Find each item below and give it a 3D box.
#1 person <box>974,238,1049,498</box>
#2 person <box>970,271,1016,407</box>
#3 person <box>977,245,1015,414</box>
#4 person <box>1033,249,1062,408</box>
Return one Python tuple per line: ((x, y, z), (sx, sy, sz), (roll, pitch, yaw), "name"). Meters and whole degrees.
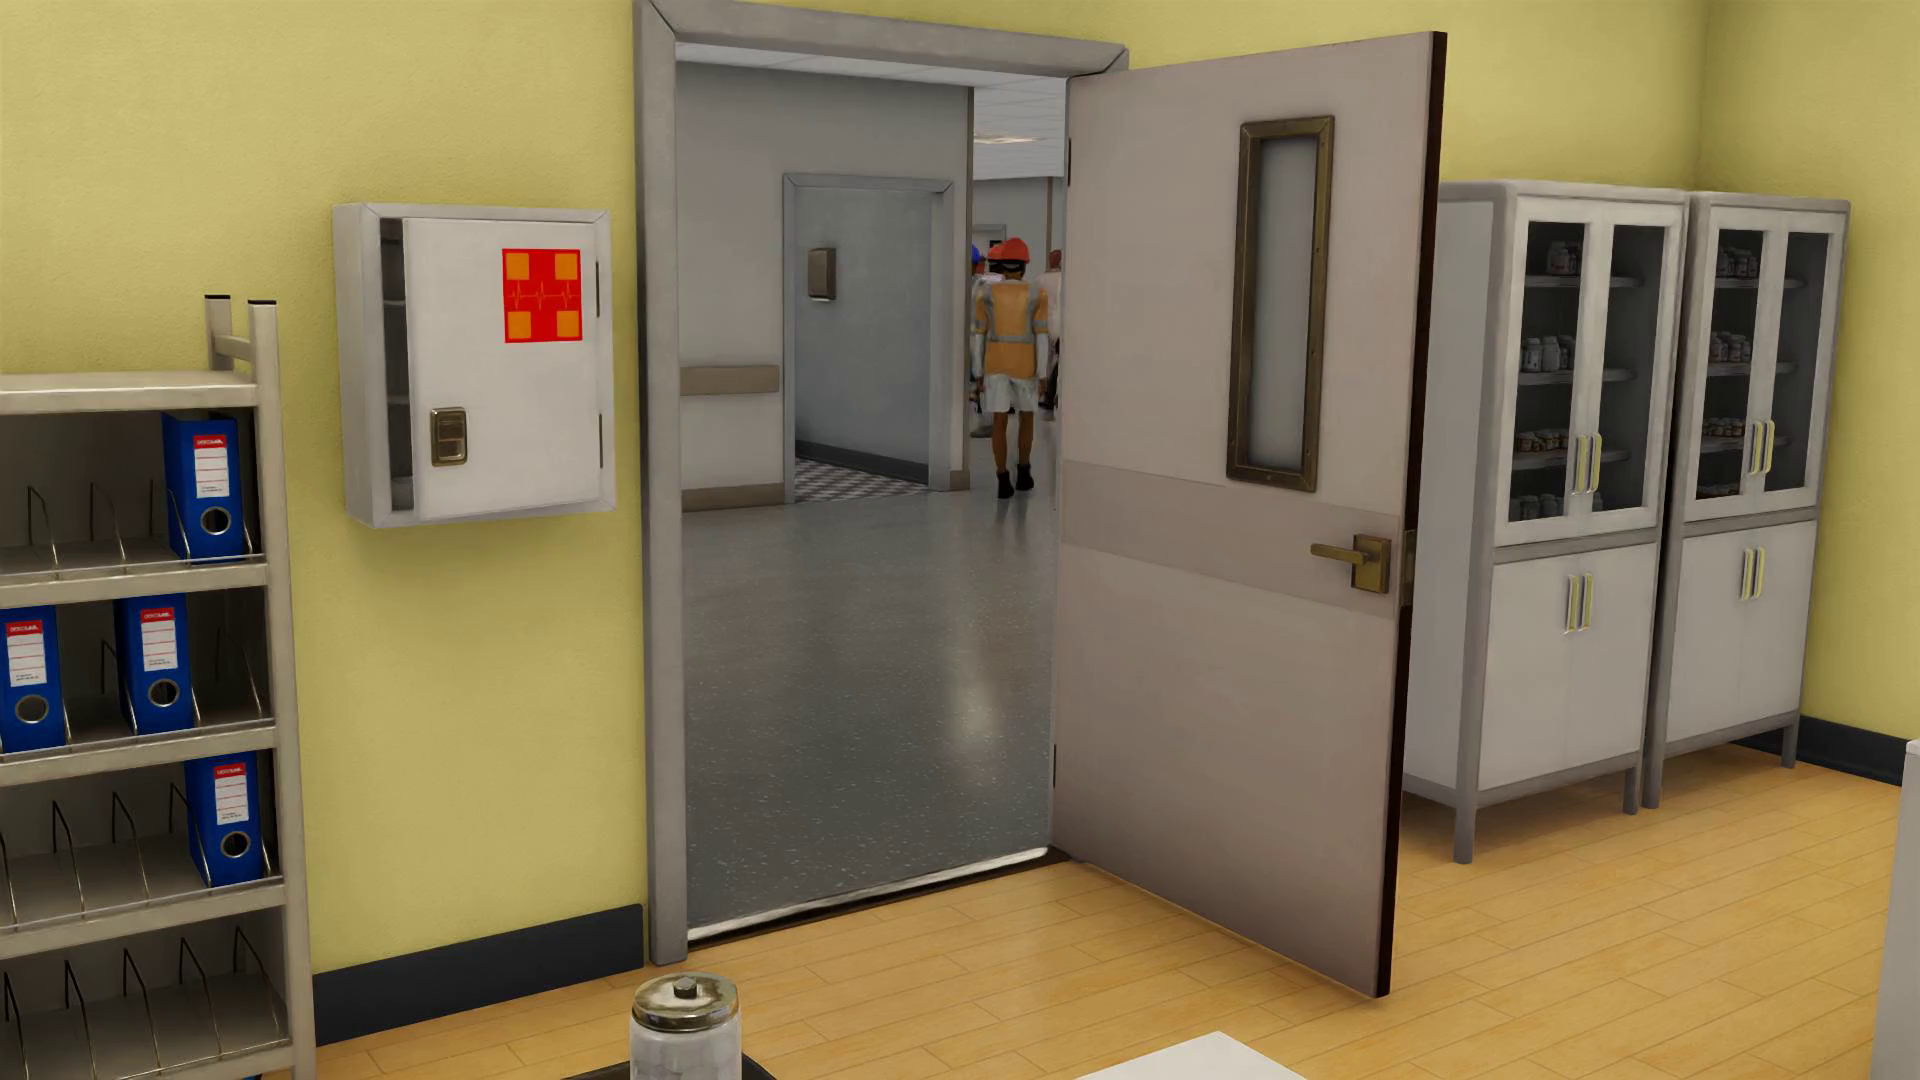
((0.393, -1.292, 12.488), (0.567, 1.911, 0.787), (2, 10, 8), "person")
((0.465, -2.488, 19.940), (0.937, 1.797, 0.525), (-5, 11, -30), "person")
((0.408, -2.416, 19.141), (0.552, 1.936, 0.359), (6, 11, 29), "person")
((1.173, -2.548, 20.090), (0.407, 1.910, 0.638), (-8, 13, -43), "person")
